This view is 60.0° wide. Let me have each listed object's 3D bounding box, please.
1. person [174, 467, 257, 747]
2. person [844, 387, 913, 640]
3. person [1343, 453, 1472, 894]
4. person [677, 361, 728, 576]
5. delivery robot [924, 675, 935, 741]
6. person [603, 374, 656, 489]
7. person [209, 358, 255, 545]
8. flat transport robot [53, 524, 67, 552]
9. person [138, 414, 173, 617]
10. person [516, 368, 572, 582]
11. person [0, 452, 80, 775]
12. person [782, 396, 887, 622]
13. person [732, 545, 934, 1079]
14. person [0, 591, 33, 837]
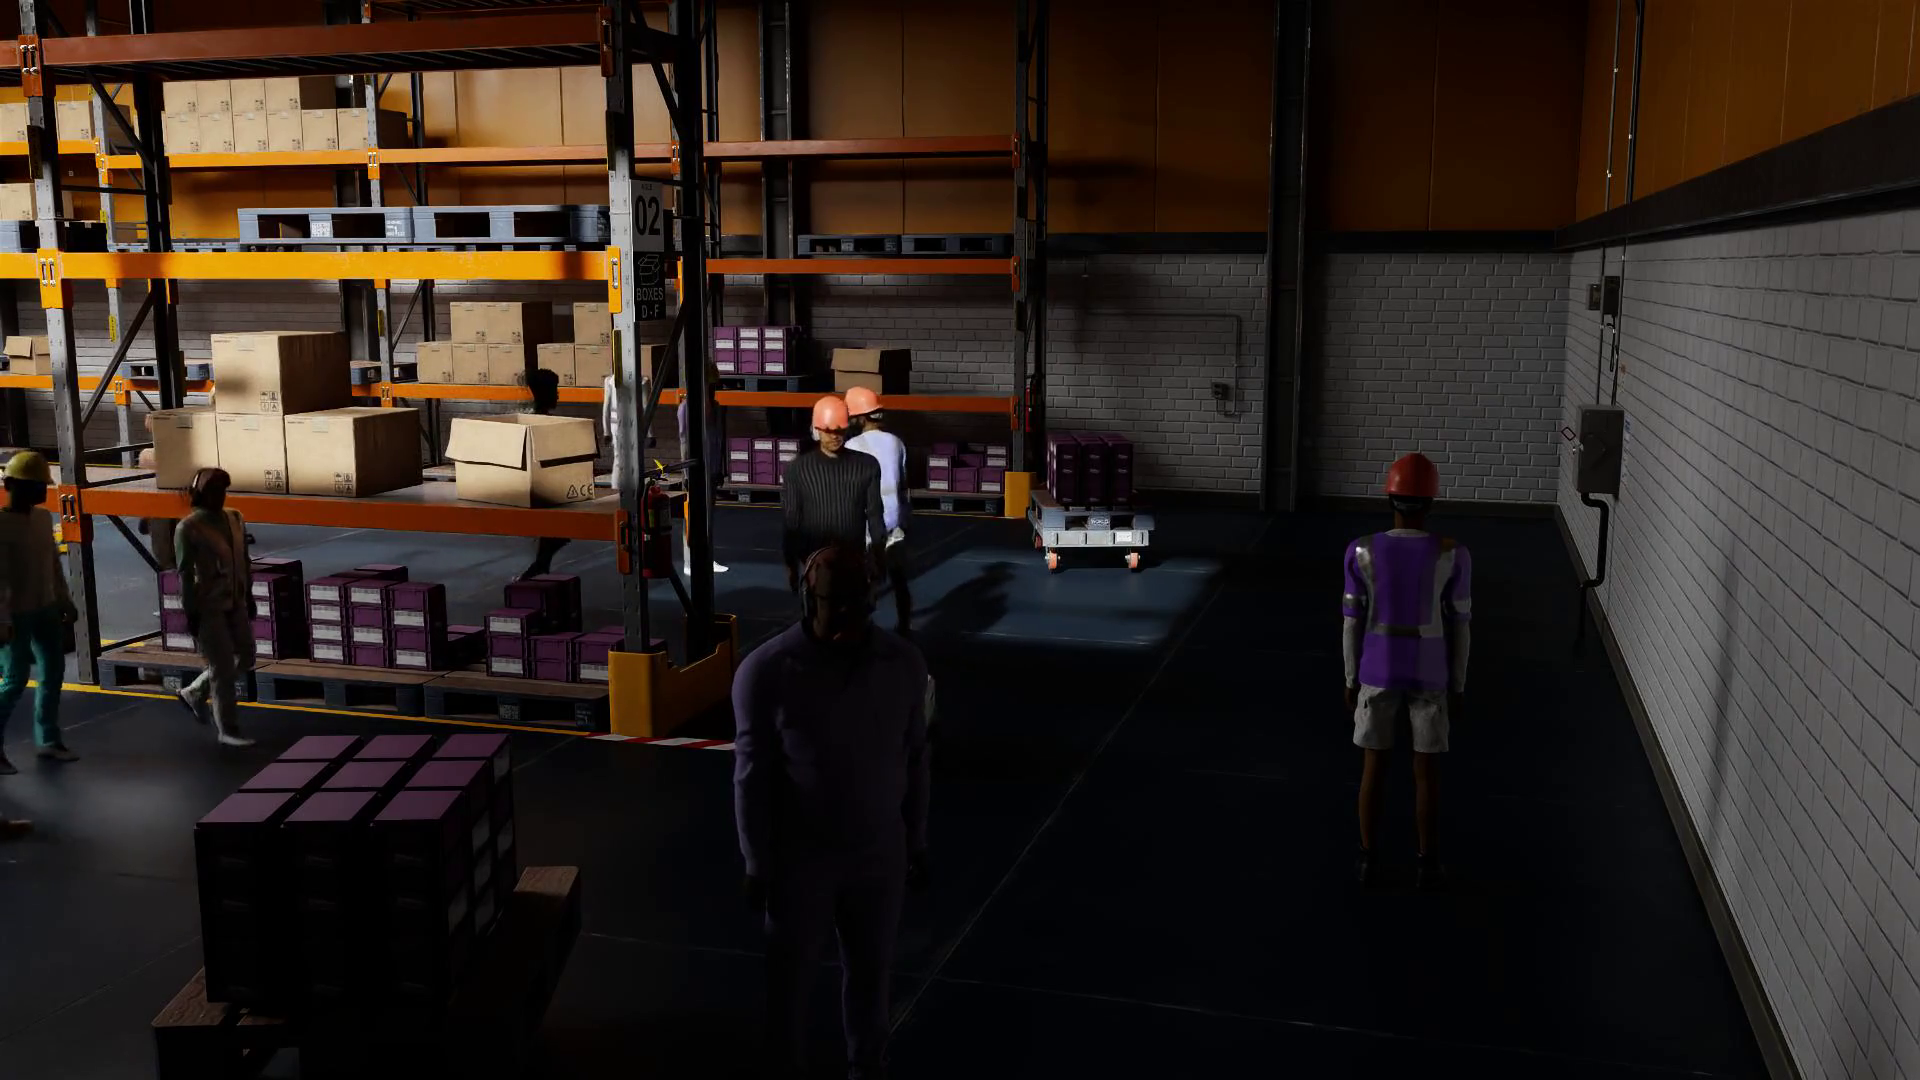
[{"bbox_3d":[-4.296,0.377,9.541,0.503,1.620,0.521,3,10,15],"label":"person"},{"bbox_3d":[-0.609,-0.132,11.781,0.707,1.894,0.752,-8,13,-42],"label":"person"},{"bbox_3d":[1.949,0.587,7.302,0.545,1.938,0.359,3,10,17],"label":"person"},{"bbox_3d":[-2.266,-0.635,14.789,0.385,1.922,0.594,4,10,21],"label":"person"},{"bbox_3d":[-0.329,0.919,9.195,0.477,0.478,0.707,1,9,3],"label":"delivery robot"},{"bbox_3d":[-3.653,-1.197,18.396,0.605,1.870,0.391,4,10,22],"label":"person"},{"bbox_3d":[-7.223,-0.918,16.467,0.365,1.939,0.542,-4,10,-23],"label":"person"},{"bbox_3d":[-9.120,0.024,15.797,1.431,0.197,0.652,-8,12,-39],"label":"flat transport robot"},{"bbox_3d":[-6.164,-0.188,12.978,0.386,1.629,0.519,3,10,19],"label":"person"},{"bbox_3d":[-3.314,-0.411,13.351,0.421,1.942,0.635,0,9,0],"label":"person"},{"bbox_3d":[-5.117,0.392,9.133,0.435,1.744,0.568,1,9,7],"label":"person"},{"bbox_3d":[-0.741,0.123,10.005,0.654,1.971,0.573,-2,10,-12],"label":"person"},{"bbox_3d":[-0.370,0.956,5.145,0.642,1.909,0.399,-4,10,-24],"label":"person"},{"bbox_3d":[-4.690,0.571,7.750,0.471,1.849,0.639,-6,11,-33],"label":"person"}]
